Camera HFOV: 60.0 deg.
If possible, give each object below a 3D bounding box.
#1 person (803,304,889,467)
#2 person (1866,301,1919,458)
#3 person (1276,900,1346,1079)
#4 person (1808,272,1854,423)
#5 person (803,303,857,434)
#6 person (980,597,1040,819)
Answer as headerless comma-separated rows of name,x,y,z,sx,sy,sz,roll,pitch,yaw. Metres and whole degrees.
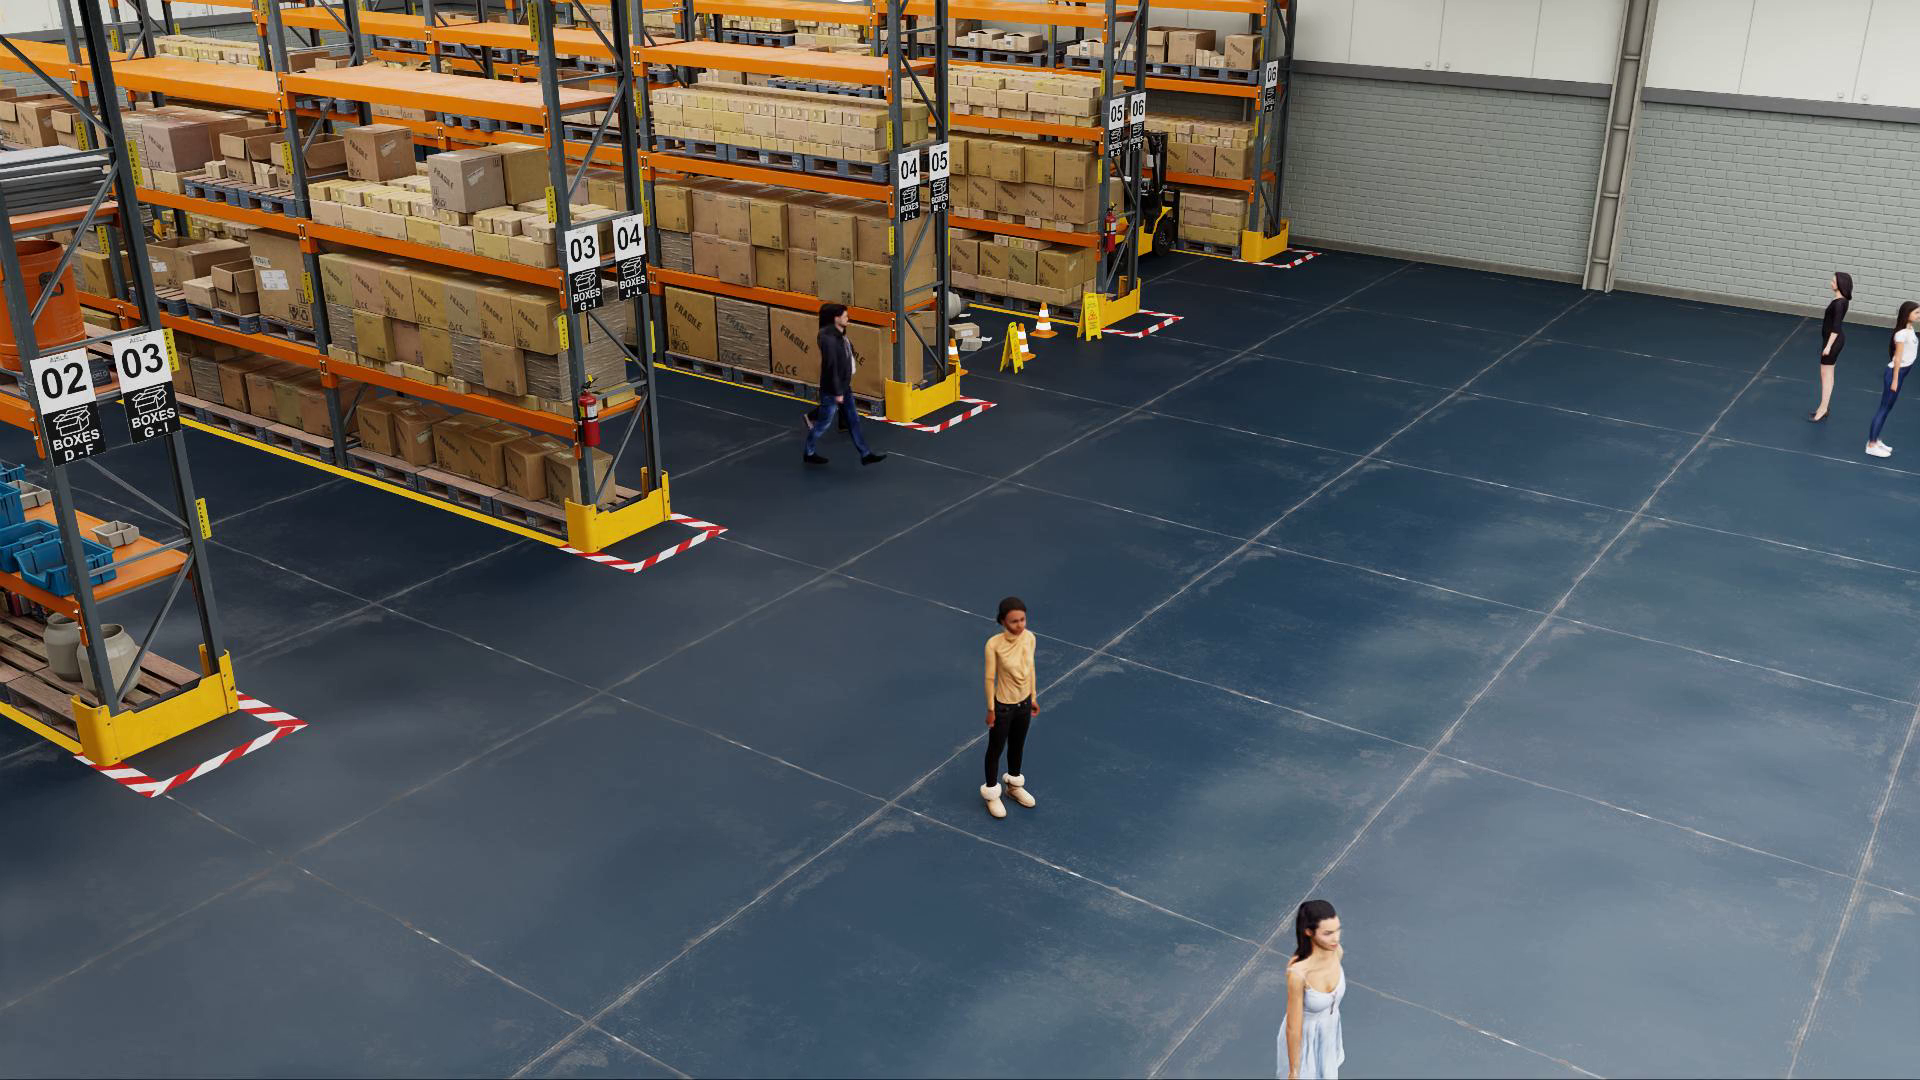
person,-1.466,-1.654,18.316,1.294,1.839,1.034,4,23,10
person,10.567,-1.834,18.822,0.504,1.774,0.588,16,28,33
person,1.776,2.579,8.500,0.573,1.730,0.615,20,30,39
person,10.425,-2.305,19.894,0.493,1.802,0.601,15,27,31
person,-1.529,-1.965,19.383,1.020,1.577,0.903,2,23,4
person,0.354,1.165,11.917,0.684,1.659,0.688,-13,26,-28
